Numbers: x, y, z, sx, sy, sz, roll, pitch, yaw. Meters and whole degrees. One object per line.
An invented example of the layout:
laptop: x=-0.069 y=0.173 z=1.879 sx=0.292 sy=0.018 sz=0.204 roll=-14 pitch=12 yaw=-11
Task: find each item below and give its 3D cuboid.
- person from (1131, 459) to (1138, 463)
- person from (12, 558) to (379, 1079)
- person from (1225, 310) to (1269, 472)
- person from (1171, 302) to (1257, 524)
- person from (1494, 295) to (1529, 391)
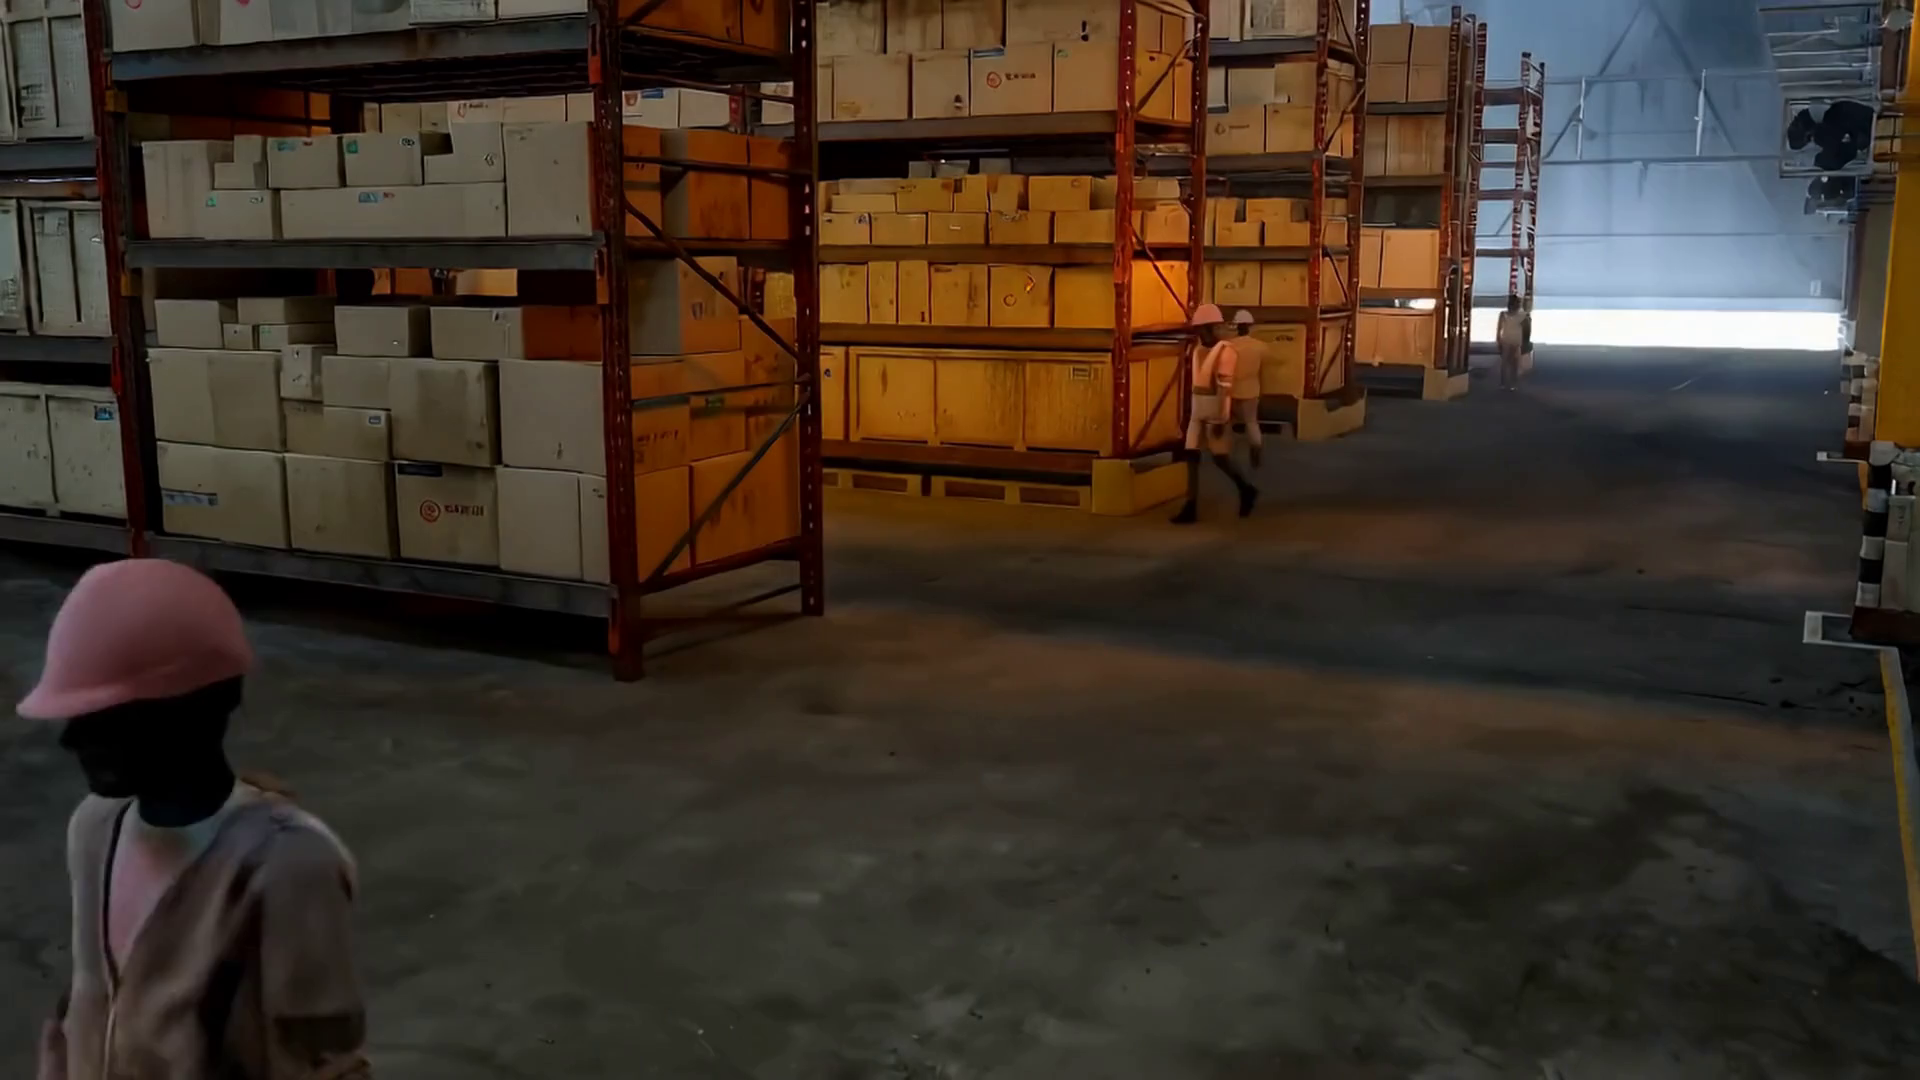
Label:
person: x=1.591 y=-1.660 z=17.905 sx=0.696 sy=1.826 sz=0.637 roll=4 pitch=11 yaw=22
person: x=-1.070 y=0.963 z=2.440 sx=0.552 sy=1.922 sz=0.474 roll=7 pitch=12 yaw=35
person: x=3.044 y=-1.593 z=17.813 sx=0.570 sy=1.728 sz=0.772 roll=-2 pitch=10 yaw=-9
person: x=2.200 y=-1.096 z=14.368 sx=0.774 sy=1.919 sz=0.552 roll=-6 pitch=12 yaw=-33
person: x=9.315 y=-3.327 z=28.094 sx=0.558 sy=1.626 sz=0.354 roll=4 pitch=11 yaw=24
